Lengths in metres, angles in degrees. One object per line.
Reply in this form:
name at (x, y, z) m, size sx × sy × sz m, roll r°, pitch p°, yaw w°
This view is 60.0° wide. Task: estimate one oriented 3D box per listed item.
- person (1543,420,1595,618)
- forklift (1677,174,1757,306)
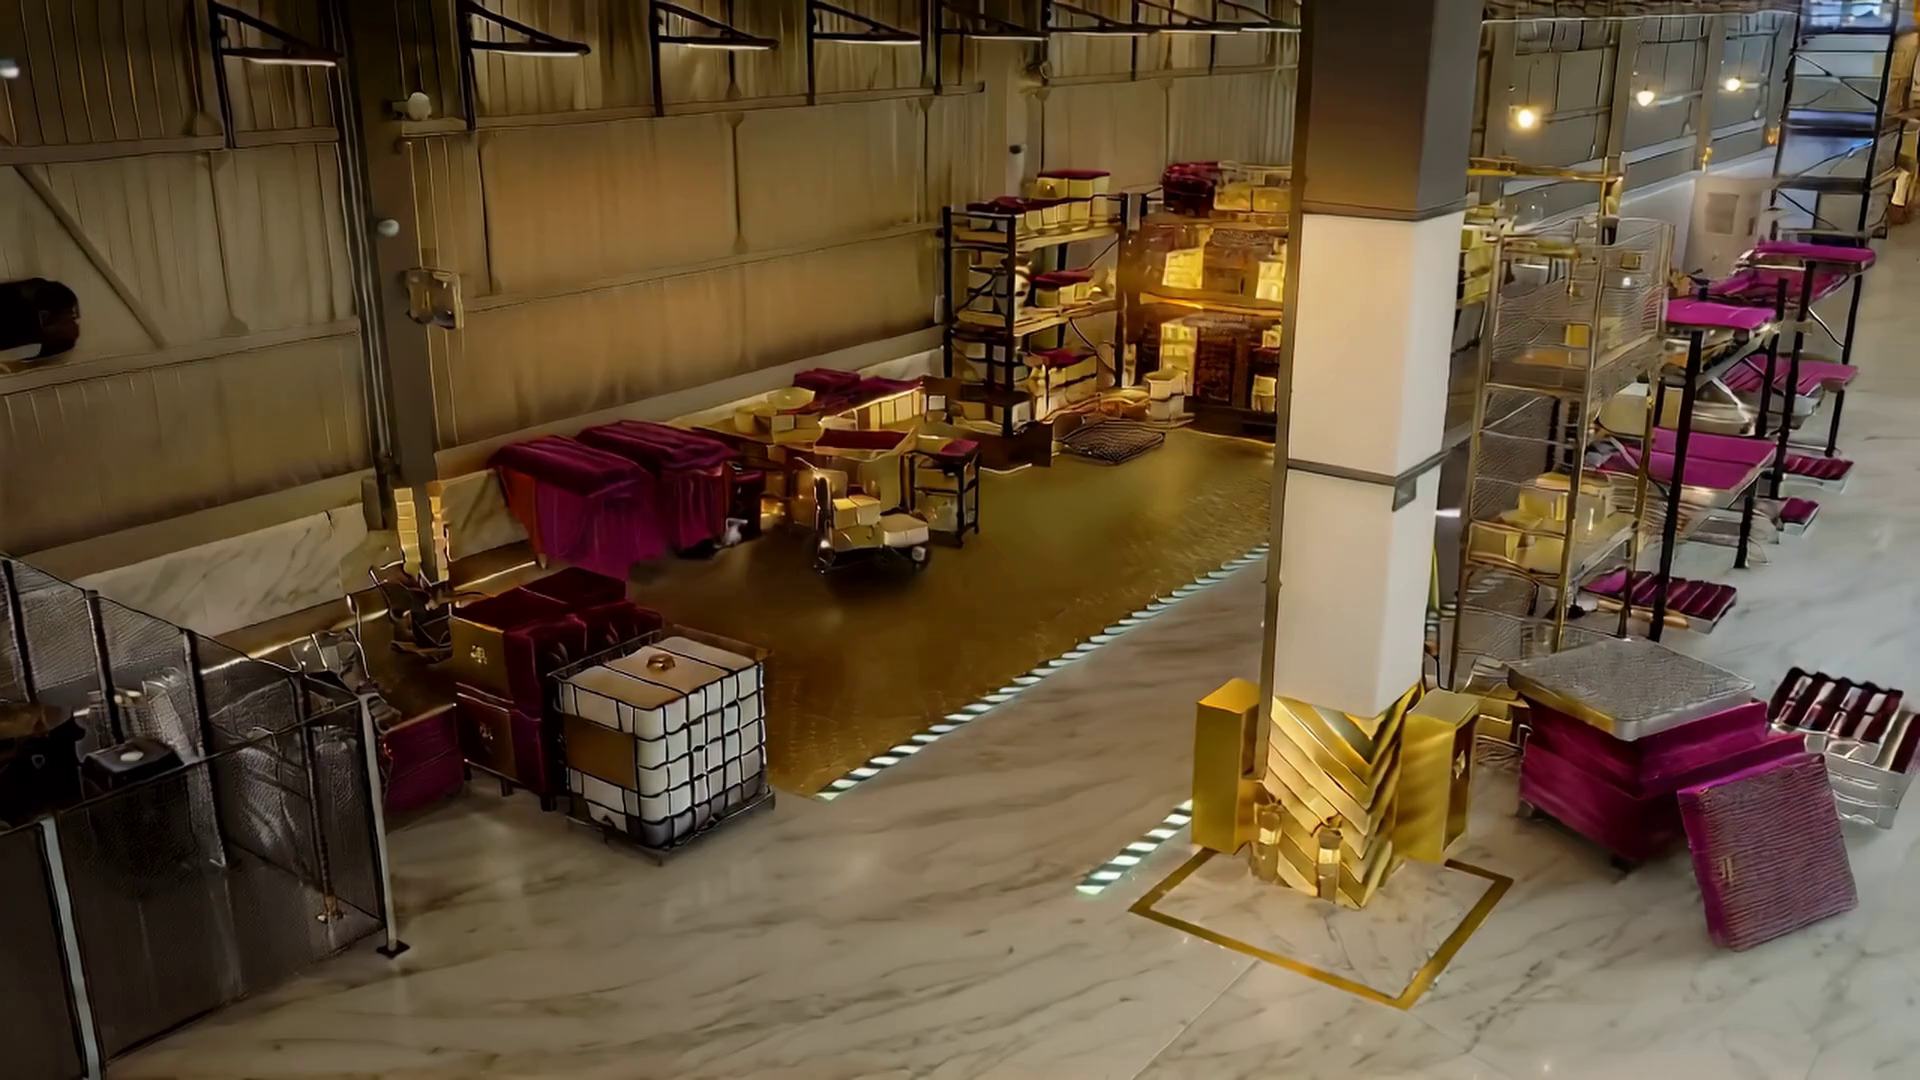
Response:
person at (5.745, -0.203, 15.758) m, size 0.377 × 1.932 × 0.544 m, roll -11°, pitch 21°, yaw -31°
forklift at (12.781, -4.759, 28.185) m, size 1.129 × 2.768 × 1.873 m, roll 13°, pitch 22°, yaw 34°
